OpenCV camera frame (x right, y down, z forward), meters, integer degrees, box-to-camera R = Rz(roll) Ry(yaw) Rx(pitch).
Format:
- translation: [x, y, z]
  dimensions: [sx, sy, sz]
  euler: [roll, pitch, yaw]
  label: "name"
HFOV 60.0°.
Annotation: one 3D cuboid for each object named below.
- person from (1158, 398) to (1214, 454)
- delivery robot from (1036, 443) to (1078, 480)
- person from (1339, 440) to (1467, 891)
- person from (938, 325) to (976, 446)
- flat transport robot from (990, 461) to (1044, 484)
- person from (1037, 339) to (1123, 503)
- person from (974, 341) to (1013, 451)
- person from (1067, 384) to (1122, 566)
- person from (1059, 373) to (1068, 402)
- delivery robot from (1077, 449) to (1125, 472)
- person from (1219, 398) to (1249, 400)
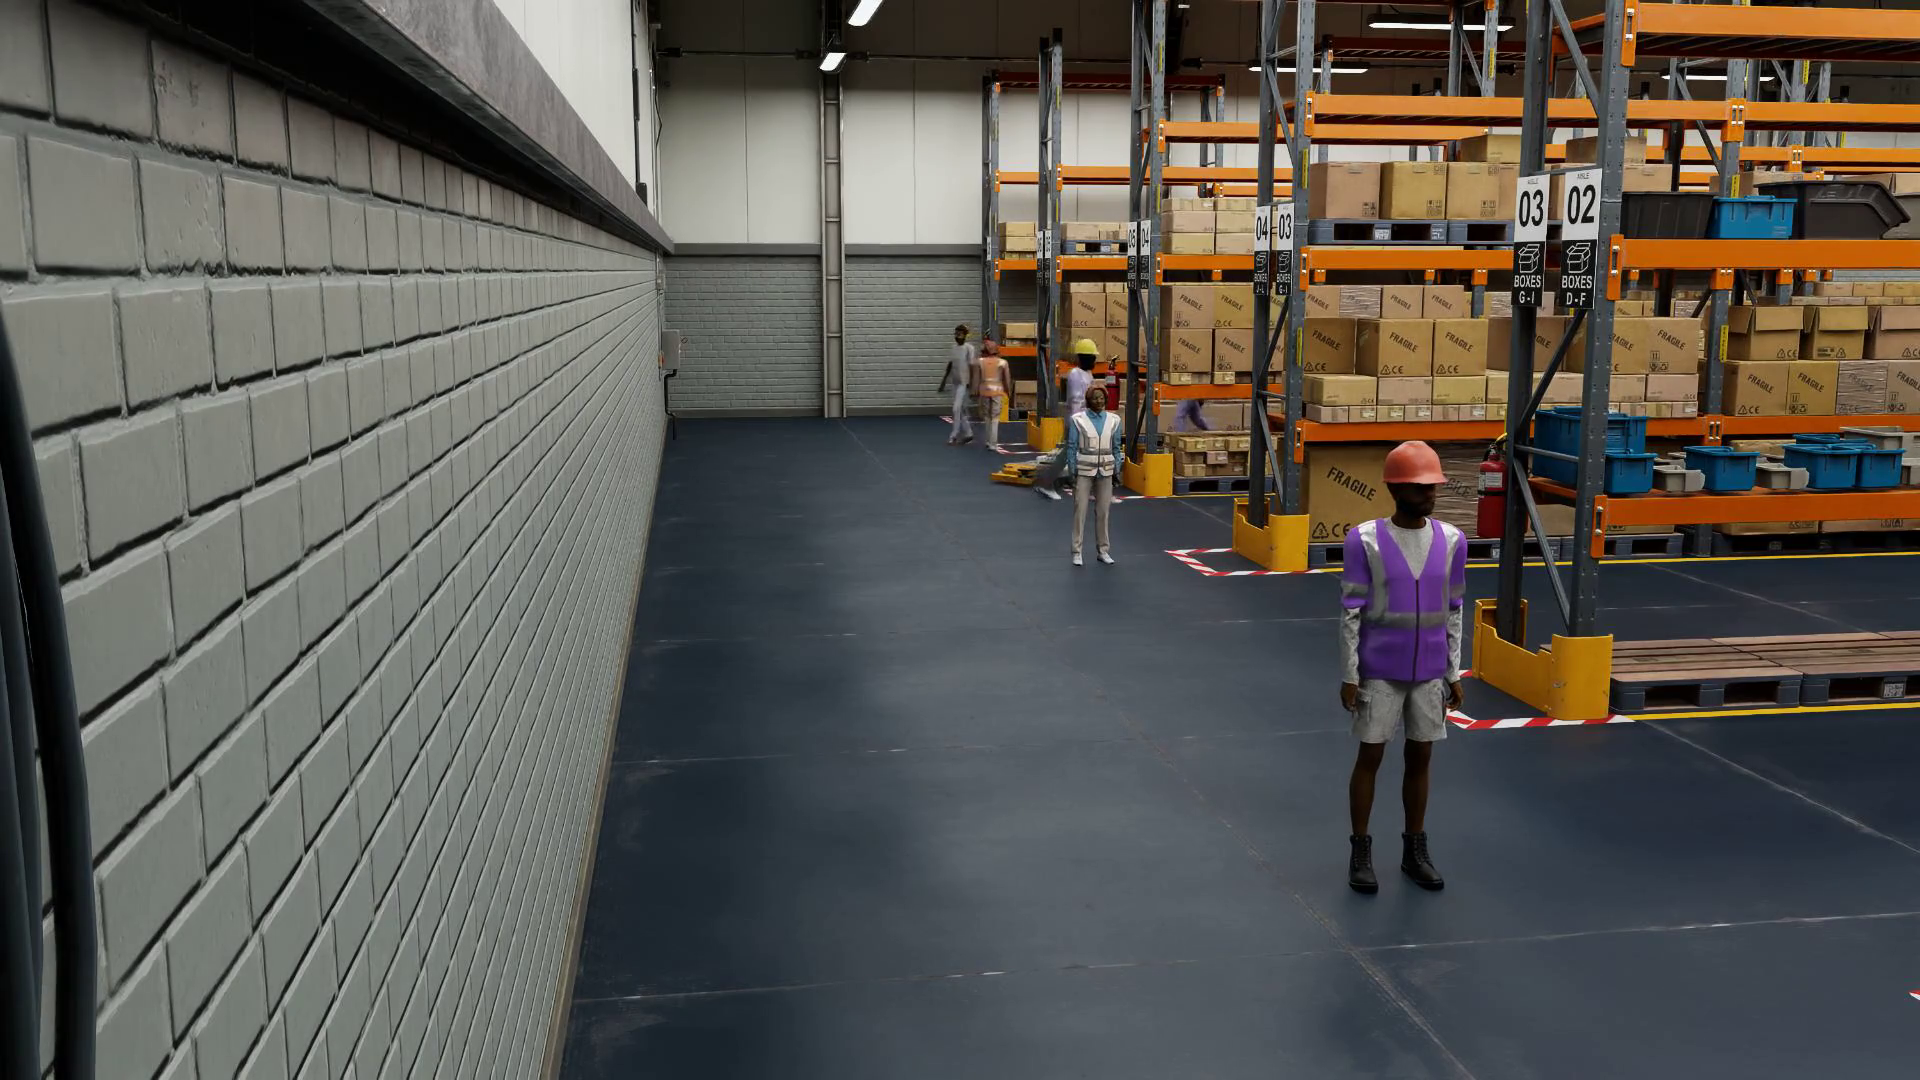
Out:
- translation: [3.357, -2.151, 23.963]
  dimensions: [0.952, 1.867, 0.640]
  euler: [-1, 9, -5]
  label: "person"
- translation: [1.220, -0.937, 20.207]
  dimensions: [0.477, 0.478, 0.707]
  euler: [6, 11, 33]
  label: "delivery robot"
- translation: [1.894, 0.541, 7.114]
  dimensions: [0.552, 1.942, 0.342]
  euler: [-1, 9, -6]
  label: "person"
- translation: [-0.020, -2.356, 25.267]
  dimensions: [0.582, 1.834, 0.594]
  euler: [-6, 11, -34]
  label: "person"
- translation: [1.118, -0.882, 21.033]
  dimensions: [1.431, 0.197, 0.652]
  euler: [-8, 12, -41]
  label: "flat transport robot"
- translation: [1.358, -1.365, 19.099]
  dimensions: [1.003, 1.890, 0.597]
  euler: [5, 10, 26]
  label: "person"
- translation: [0.510, -2.136, 24.619]
  dimensions: [0.558, 1.608, 0.724]
  euler: [3, 10, 16]
  label: "person"
- translation: [1.212, -0.591, 15.018]
  dimensions: [0.513, 1.642, 0.311]
  euler: [-2, 10, -15]
  label: "person"
- translation: [1.688, -2.616, 26.808]
  dimensions: [0.937, 1.884, 0.590]
  euler: [-3, 10, -20]
  label: "person"
- translation: [1.688, -0.992, 20.545]
  dimensions: [0.707, 0.478, 0.477]
  euler: [8, 12, 41]
  label: "delivery robot"
- translation: [4.380, -2.724, 27.073]
  dimensions: [1.003, 1.995, 0.639]
  euler: [-3, 10, -20]
  label: "person"
